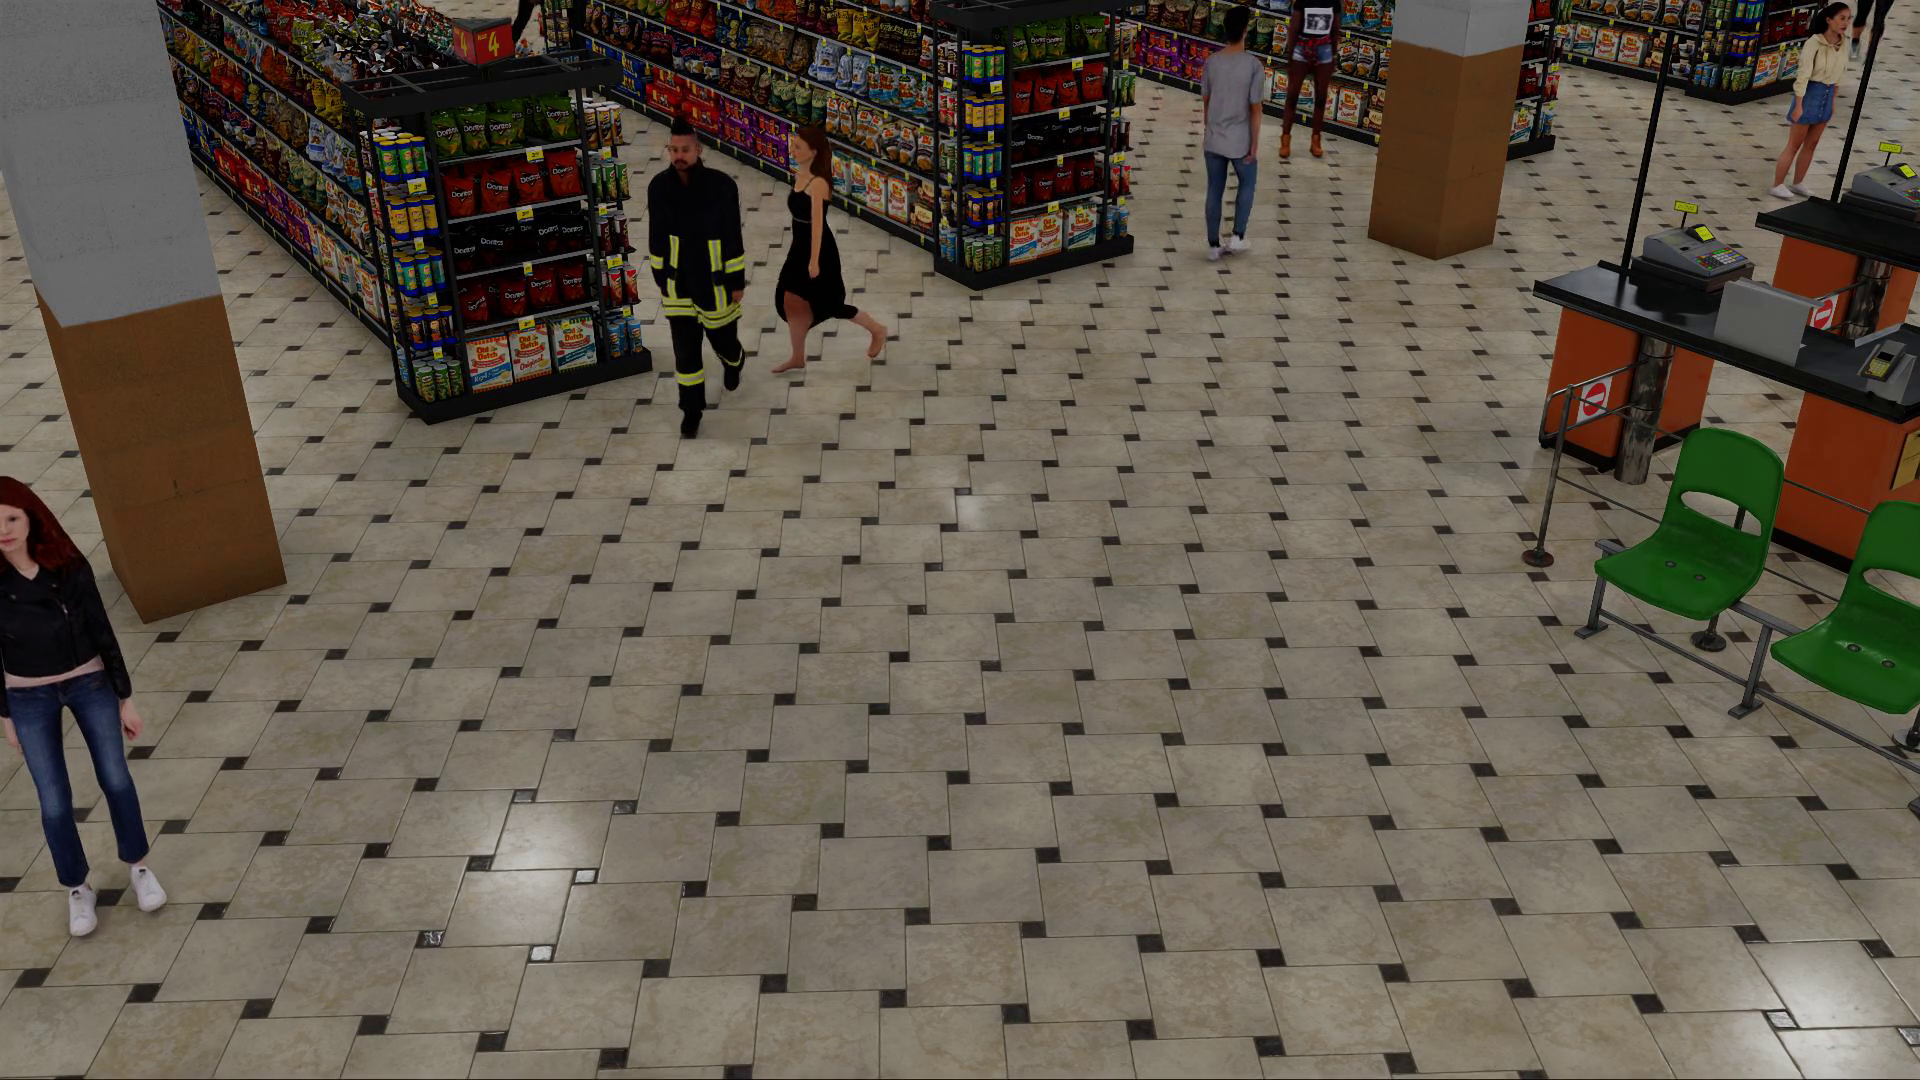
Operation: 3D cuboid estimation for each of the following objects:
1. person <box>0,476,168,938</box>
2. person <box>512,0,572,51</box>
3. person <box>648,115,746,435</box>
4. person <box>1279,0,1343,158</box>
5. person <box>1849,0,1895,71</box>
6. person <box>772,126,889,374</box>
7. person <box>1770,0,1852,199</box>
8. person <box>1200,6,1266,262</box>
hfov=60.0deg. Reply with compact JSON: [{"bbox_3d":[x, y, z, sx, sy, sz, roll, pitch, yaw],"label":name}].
[{"bbox_3d":[-3.232,0.572,6.025,0.595,1.787,0.596,-16,32,-27],"label":"person"},{"bbox_3d":[-4.751,-6.008,18.193,0.693,1.676,1.124,-18,33,-29],"label":"person"},{"bbox_3d":[-1.533,-1.616,9.987,1.082,1.831,1.193,1,29,1],"label":"person"},{"bbox_3d":[3.192,-4.358,15.124,0.715,1.719,0.759,1,29,3],"label":"person"},{"bbox_3d":[10.130,-6.180,18.354,1.231,1.823,1.172,10,30,18],"label":"person"},{"bbox_3d":[-0.837,-1.830,10.621,0.721,1.599,0.982,-13,31,-23],"label":"person"},{"bbox_3d":[7.190,-3.700,14.013,0.668,1.631,0.610,-12,31,-20],"label":"person"},{"bbox_3d":[1.984,-3.005,12.491,0.769,1.868,0.862,14,31,23],"label":"person"}]
